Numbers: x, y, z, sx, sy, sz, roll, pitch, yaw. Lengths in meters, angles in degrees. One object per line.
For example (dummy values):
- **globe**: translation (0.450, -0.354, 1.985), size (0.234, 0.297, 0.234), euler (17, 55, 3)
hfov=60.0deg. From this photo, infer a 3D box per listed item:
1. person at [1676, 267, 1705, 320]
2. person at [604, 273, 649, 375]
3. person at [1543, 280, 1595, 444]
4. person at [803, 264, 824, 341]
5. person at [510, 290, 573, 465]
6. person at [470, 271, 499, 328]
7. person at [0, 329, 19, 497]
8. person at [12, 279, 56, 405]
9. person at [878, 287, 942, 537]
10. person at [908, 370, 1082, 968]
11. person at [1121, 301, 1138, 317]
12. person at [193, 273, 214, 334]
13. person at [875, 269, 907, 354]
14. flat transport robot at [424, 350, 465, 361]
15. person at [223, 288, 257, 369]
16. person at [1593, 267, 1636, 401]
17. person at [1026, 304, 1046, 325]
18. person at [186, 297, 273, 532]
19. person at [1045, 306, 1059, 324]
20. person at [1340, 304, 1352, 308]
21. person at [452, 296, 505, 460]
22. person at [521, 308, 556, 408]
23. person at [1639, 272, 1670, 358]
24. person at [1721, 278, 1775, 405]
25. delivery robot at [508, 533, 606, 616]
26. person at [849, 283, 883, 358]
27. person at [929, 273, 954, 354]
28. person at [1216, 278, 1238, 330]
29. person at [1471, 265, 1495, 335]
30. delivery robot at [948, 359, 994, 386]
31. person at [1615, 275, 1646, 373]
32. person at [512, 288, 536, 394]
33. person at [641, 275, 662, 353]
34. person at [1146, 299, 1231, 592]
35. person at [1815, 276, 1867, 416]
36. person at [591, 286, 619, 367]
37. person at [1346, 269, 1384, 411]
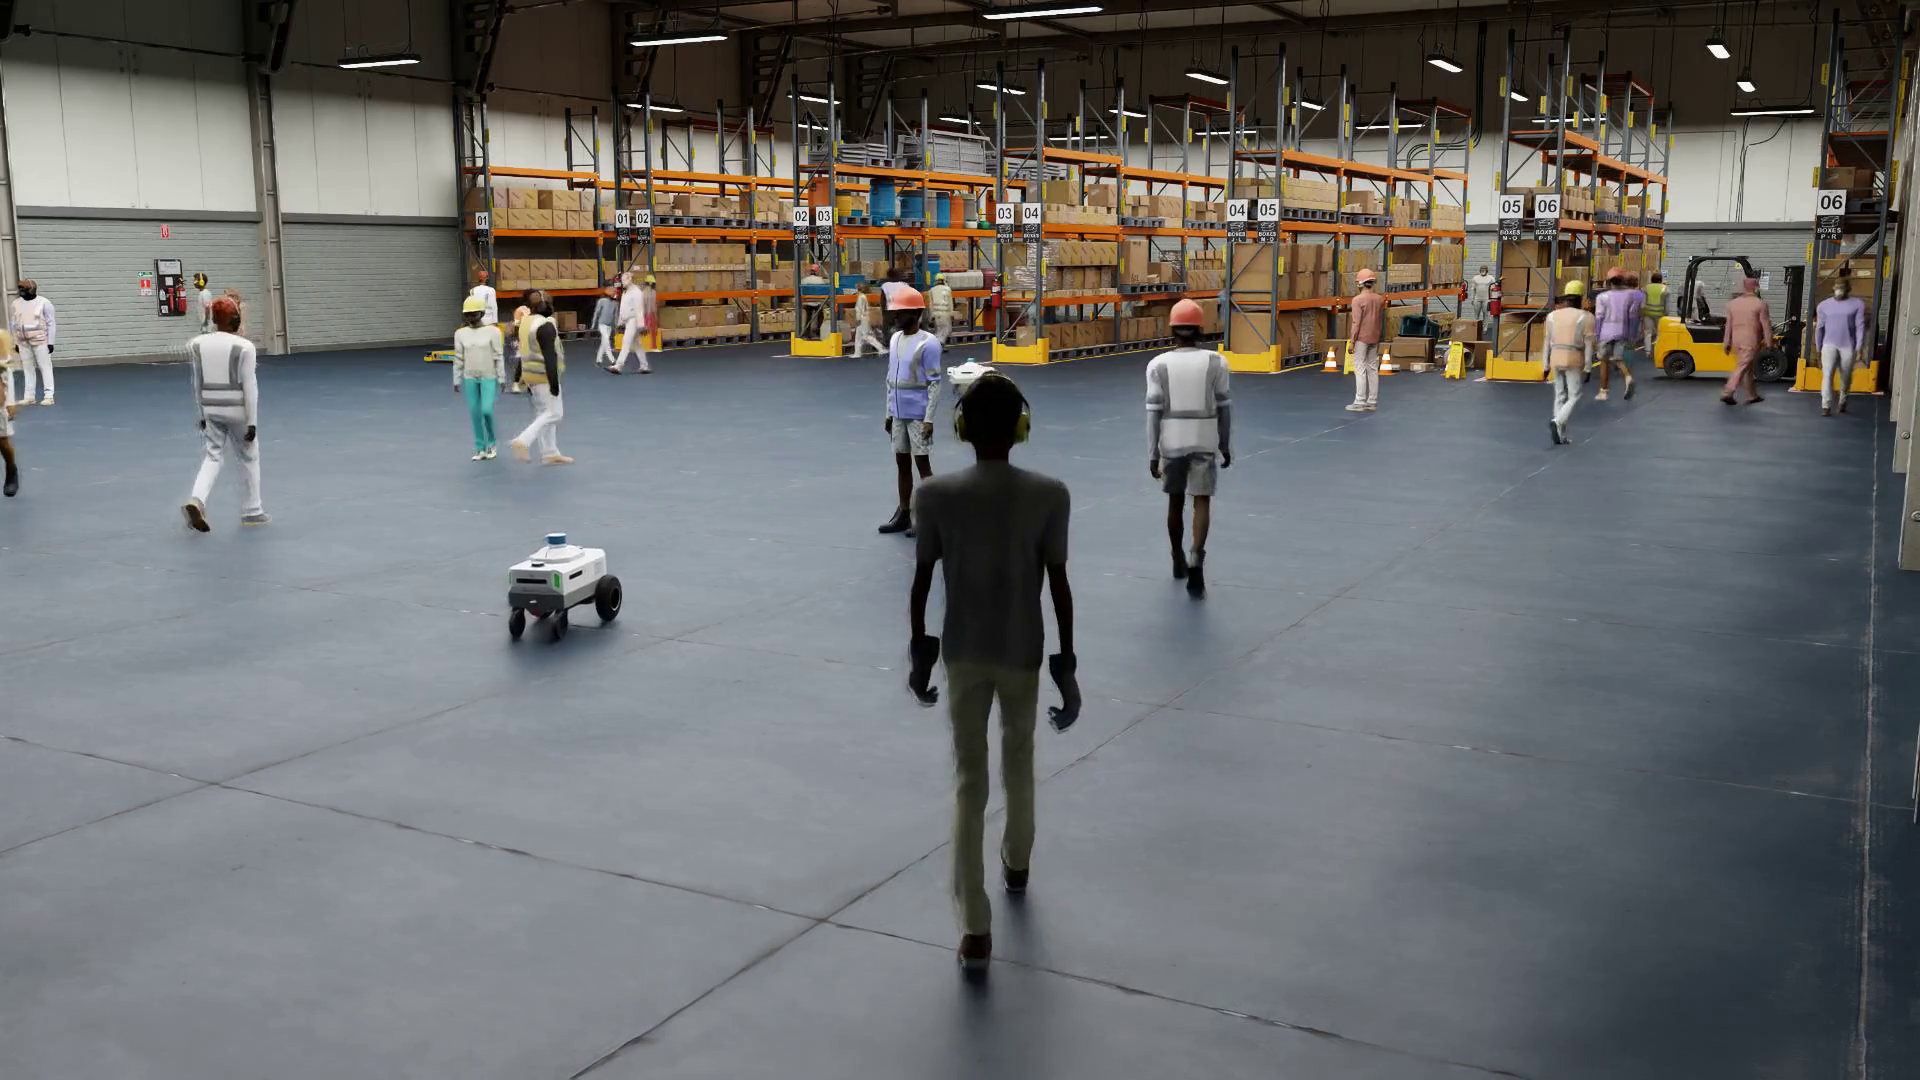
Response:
- **person**: translation (17.605, -5.626, 40.085), size (0.613, 1.945, 0.757), euler (3, 10, 18)
- **person**: translation (-6.142, -3.956, 30.516), size (0.976, 1.861, 0.657), euler (-5, 11, -28)
- **person**: translation (6.928, -2.011, 19.026), size (0.659, 1.910, 0.591), euler (-9, 13, -43)
- **person**: translation (-3.673, -5.986, 42.078), size (0.629, 1.964, 0.714), euler (4, 11, 24)
- **person**: translation (-4.340, -1.657, 17.157), size (0.609, 1.830, 0.640), euler (-6, 12, -33)
- **person**: translation (-9.191, -4.251, 32.192), size (0.575, 1.883, 0.362), euler (4, 10, 21)
- **person**: translation (-8.514, -1.243, 14.512), size (0.545, 1.915, 0.834), euler (-3, 10, -16)
- **person**: translation (-13.541, -2.883, 24.314), size (0.624, 1.841, 0.430), euler (1, 10, 5)
- **person**: translation (-0.393, -0.991, 12.937), size (0.364, 1.939, 0.542), euler (-9, 13, -43)
- **person**: translation (0.105, 0.372, 5.329), size (0.557, 1.817, 0.998), euler (0, 10, 2)
- **person**: translation (4.918, -7.025, 48.428), size (0.652, 1.879, 1.020), euler (4, 11, 25)
- **person**: translation (-13.751, -3.917, 30.287), size (0.312, 1.866, 0.529), euler (-4, 11, -24)
- **person**: translation (-1.483, -5.066, 36.971), size (0.866, 1.889, 0.426), euler (-3, 10, -17)
- **flat transport robot**: translation (-10.227, -3.769, 34.079), size (1.431, 0.197, 0.652), euler (5, 11, 28)
- **person**: translation (-12.630, -3.593, 29.106), size (0.519, 1.624, 0.527), euler (9, 13, 43)
- **person**: translation (9.773, -3.046, 24.768), size (0.612, 2.021, 0.747), euler (-1, 10, -7)
- **person**: translation (1.782, -5.219, 38.283), size (0.506, 1.723, 0.592), euler (5, 11, 25)
- **person**: translation (-5.830, -0.984, 13.149), size (0.579, 1.861, 0.823), euler (1, 10, 9)
- **person**: translation (2.389, -6.234, 43.957), size (0.516, 1.830, 0.501), euler (5, 11, 27)
- **person**: translation (9.893, -5.911, 42.105), size (0.520, 1.820, 0.984), euler (5, 11, 26)
- **person**: translation (-5.128, -1.705, 17.676), size (0.544, 1.749, 0.467), euler (1, 10, 7)
- **person**: translation (-6.025, -2.685, 23.790), size (0.502, 1.612, 0.682), euler (-2, 10, -10)
- **person**: translation (14.912, -4.826, 35.730), size (0.640, 1.822, 0.648), euler (5, 11, 28)
- **person**: translation (11.580, -2.916, 24.473), size (1.006, 1.859, 0.648), euler (-4, 11, -23)
- **delivery robot**: translation (-2.348, 0.204, 9.714), size (0.477, 0.478, 0.707), euler (2, 10, 11)
- **person**: translation (-2.014, -4.682, 35.486), size (0.657, 1.613, 0.531), euler (0, 10, -1)
- **person**: translation (-0.407, -5.030, 36.968), size (0.613, 1.807, 0.466), euler (6, 11, 32)
- **person**: translation (6.183, -5.235, 38.521), size (0.547, 1.677, 0.442), euler (8, 13, 39)
- **person**: translation (14.486, -6.657, 46.120), size (0.627, 1.938, 0.370), euler (5, 11, 29)
- **delivery robot**: translation (0.169, -2.623, 26.268), size (0.707, 0.478, 0.477), euler (-3, 10, -17)
- **person**: translation (12.434, -4.014, 30.951), size (0.595, 1.828, 0.440), euler (5, 11, 28)
- **person**: translation (-6.872, -3.151, 26.373), size (0.332, 1.672, 0.596), euler (4, 11, 23)
- **person**: translation (-7.016, -5.091, 37.465), size (0.549, 1.750, 0.541), euler (5, 11, 25)
- **person**: translation (1.496, -0.626, 10.934), size (0.561, 1.910, 0.918), euler (2, 10, 9)
- **person**: translation (12.065, -2.664, 22.815), size (0.630, 1.914, 0.875), euler (6, 11, 32)
- **person**: translation (-6.882, -4.166, 32.532), size (0.791, 1.583, 0.565), euler (7, 12, 34)
- **person**: translation (5.698, -2.816, 23.462), size (0.622, 1.992, 0.396), euler (-7, 12, -36)
